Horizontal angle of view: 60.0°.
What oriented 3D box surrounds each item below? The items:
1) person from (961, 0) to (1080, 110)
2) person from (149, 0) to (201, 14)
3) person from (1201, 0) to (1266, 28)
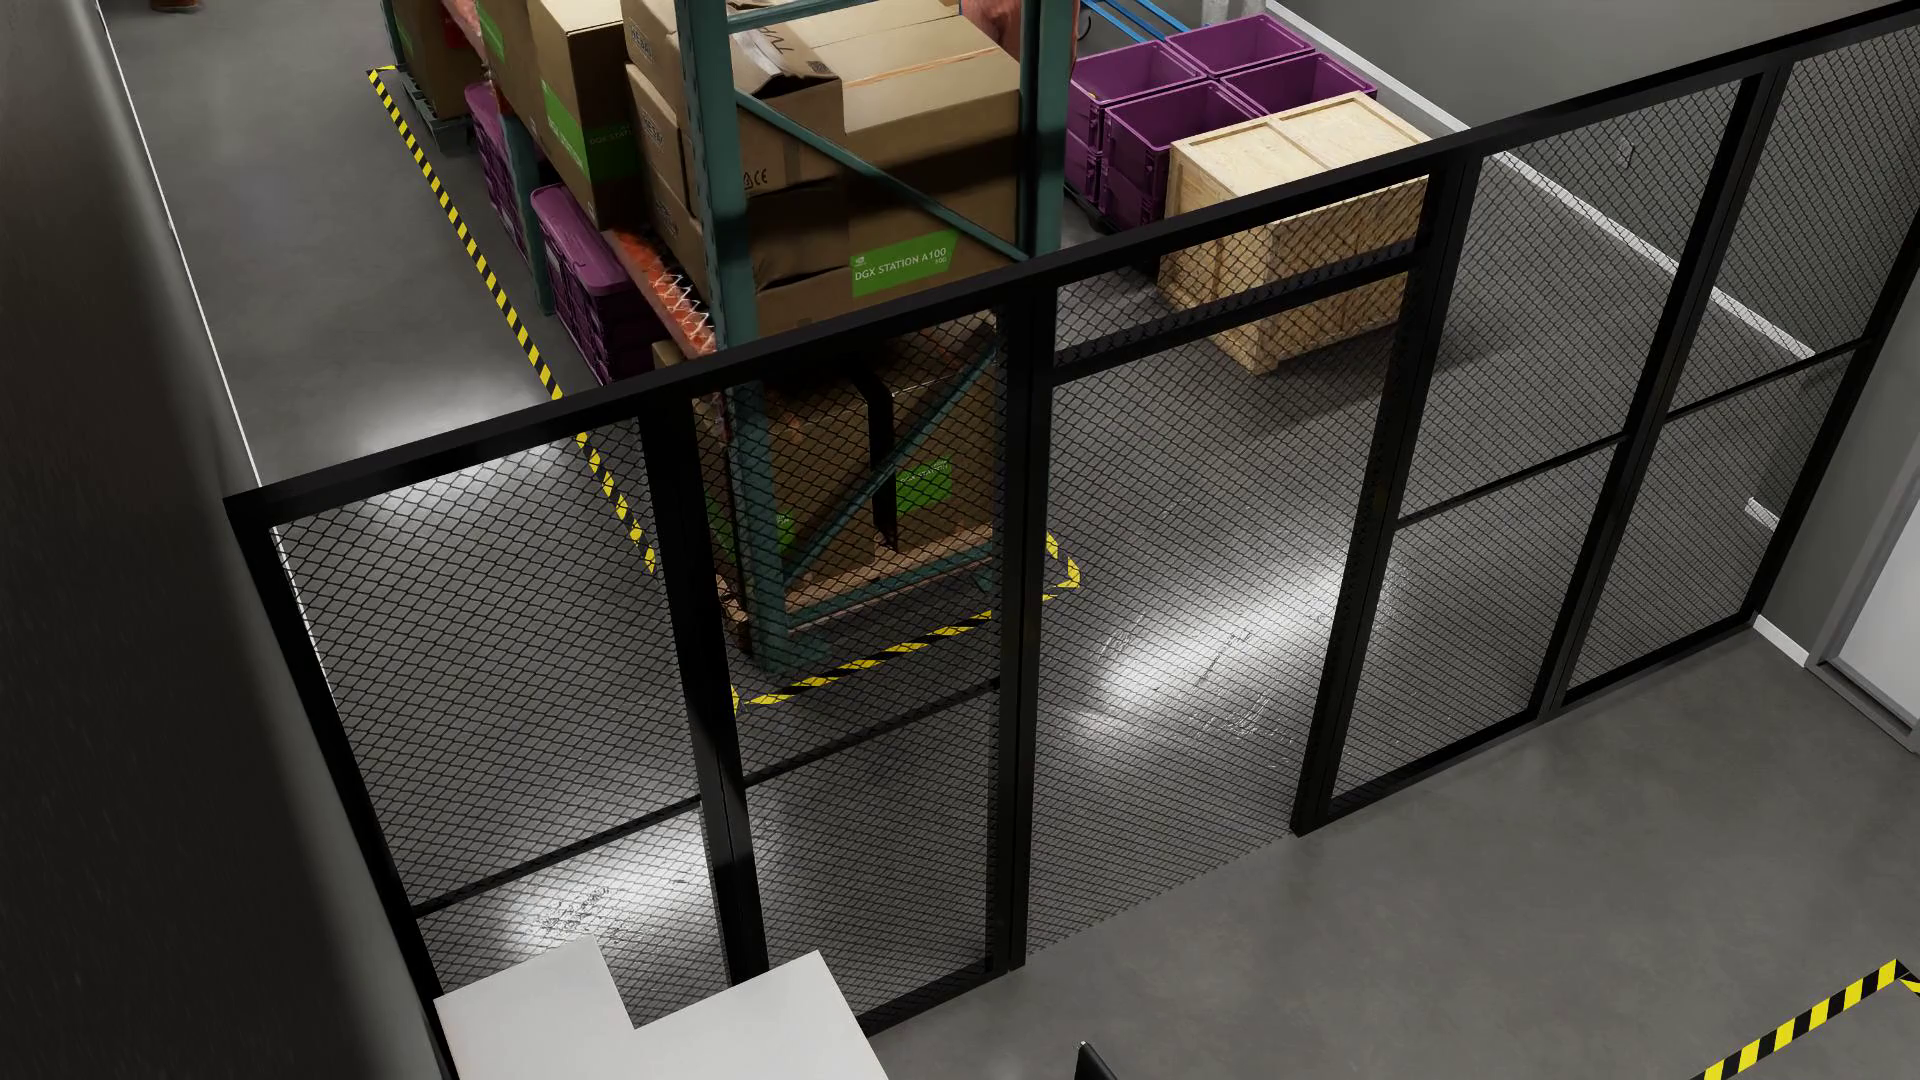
[{"bbox_3d":[0.223,-1.811,6.892,0.614,1.986,0.389,-32,51,-30],"label":"person"},{"bbox_3d":[-4.826,-3.903,9.237,0.849,1.909,0.658,10,43,11],"label":"person"},{"bbox_3d":[1.436,-3.277,8.606,0.603,1.832,0.404,-18,45,-18],"label":"person"}]
